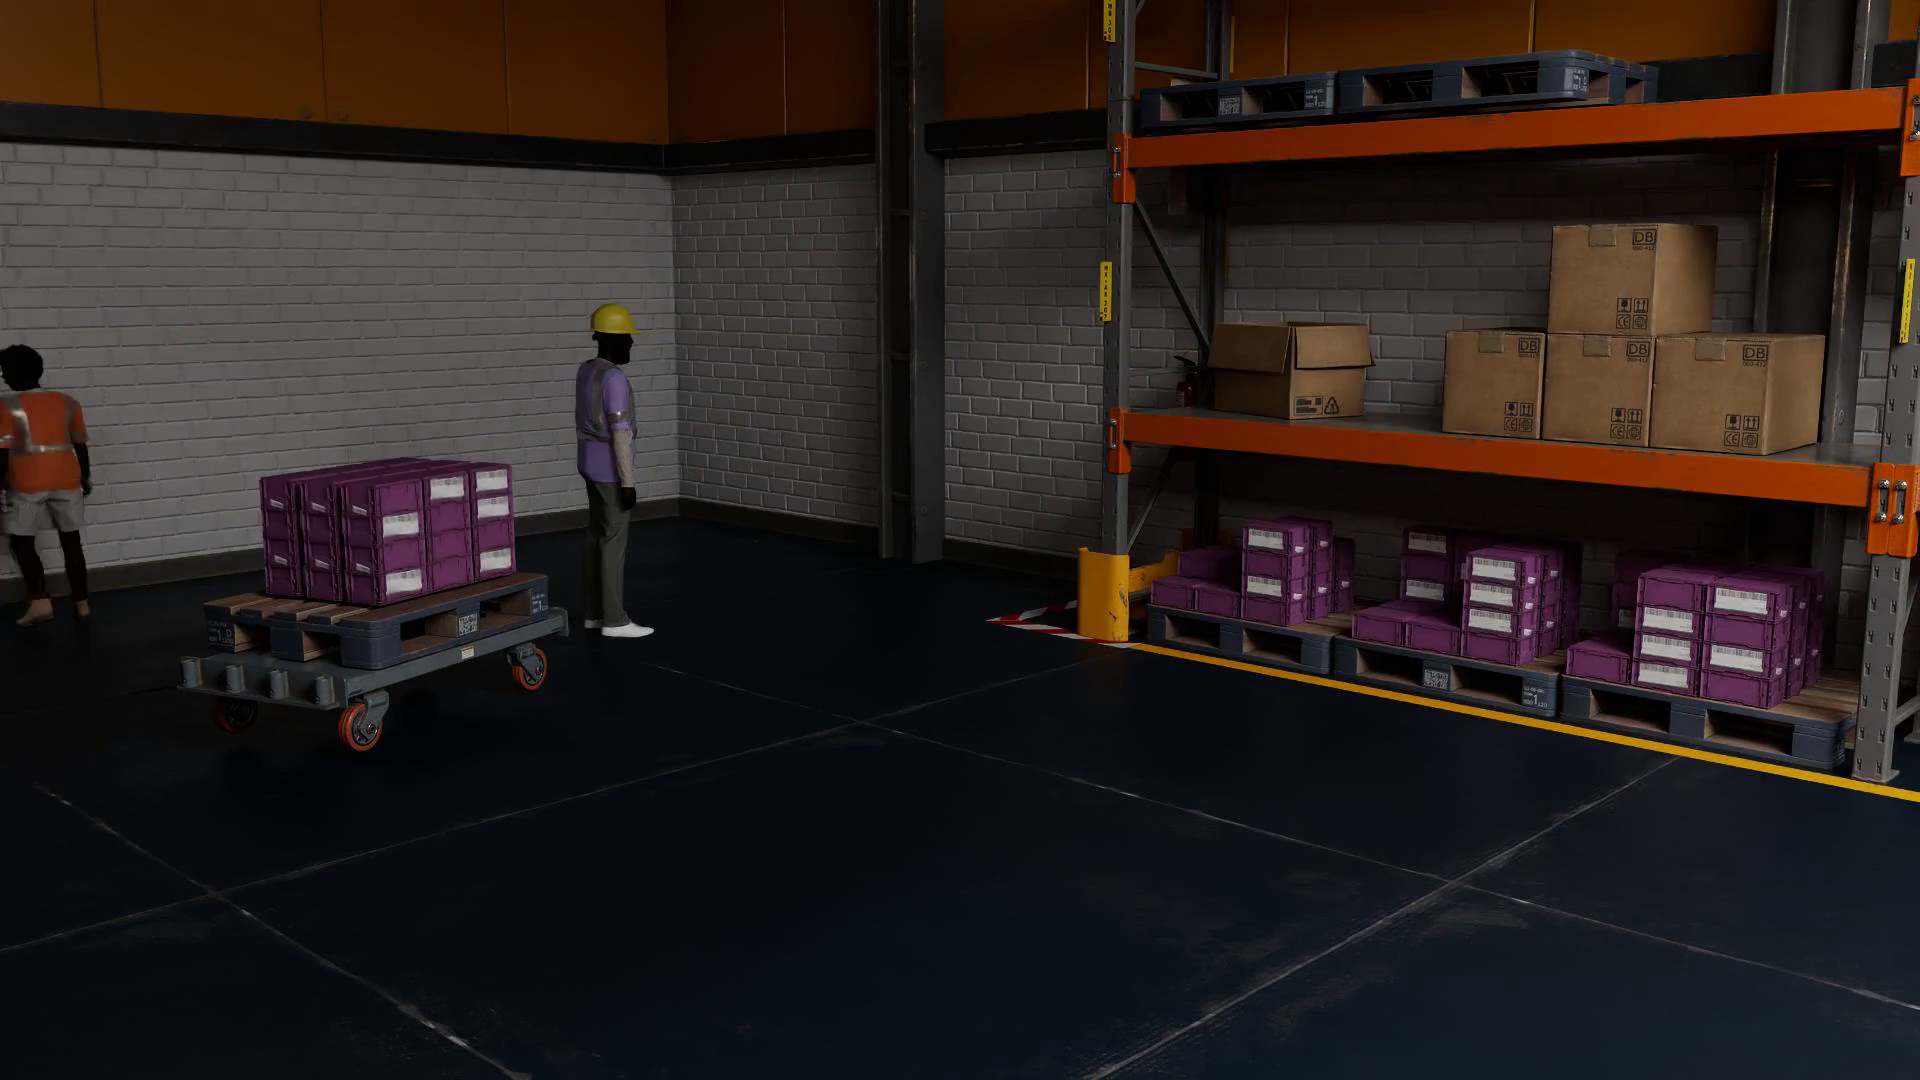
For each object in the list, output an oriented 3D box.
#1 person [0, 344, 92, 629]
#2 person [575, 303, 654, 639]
[{"bbox_3d":[-5.375,-0.308,9.855,0.443,1.674,0.651,6,11,34],"label":"person"},{"bbox_3d":[-2.005,-0.398,9.604,0.382,1.924,0.594,-6,11,-32],"label":"person"}]
